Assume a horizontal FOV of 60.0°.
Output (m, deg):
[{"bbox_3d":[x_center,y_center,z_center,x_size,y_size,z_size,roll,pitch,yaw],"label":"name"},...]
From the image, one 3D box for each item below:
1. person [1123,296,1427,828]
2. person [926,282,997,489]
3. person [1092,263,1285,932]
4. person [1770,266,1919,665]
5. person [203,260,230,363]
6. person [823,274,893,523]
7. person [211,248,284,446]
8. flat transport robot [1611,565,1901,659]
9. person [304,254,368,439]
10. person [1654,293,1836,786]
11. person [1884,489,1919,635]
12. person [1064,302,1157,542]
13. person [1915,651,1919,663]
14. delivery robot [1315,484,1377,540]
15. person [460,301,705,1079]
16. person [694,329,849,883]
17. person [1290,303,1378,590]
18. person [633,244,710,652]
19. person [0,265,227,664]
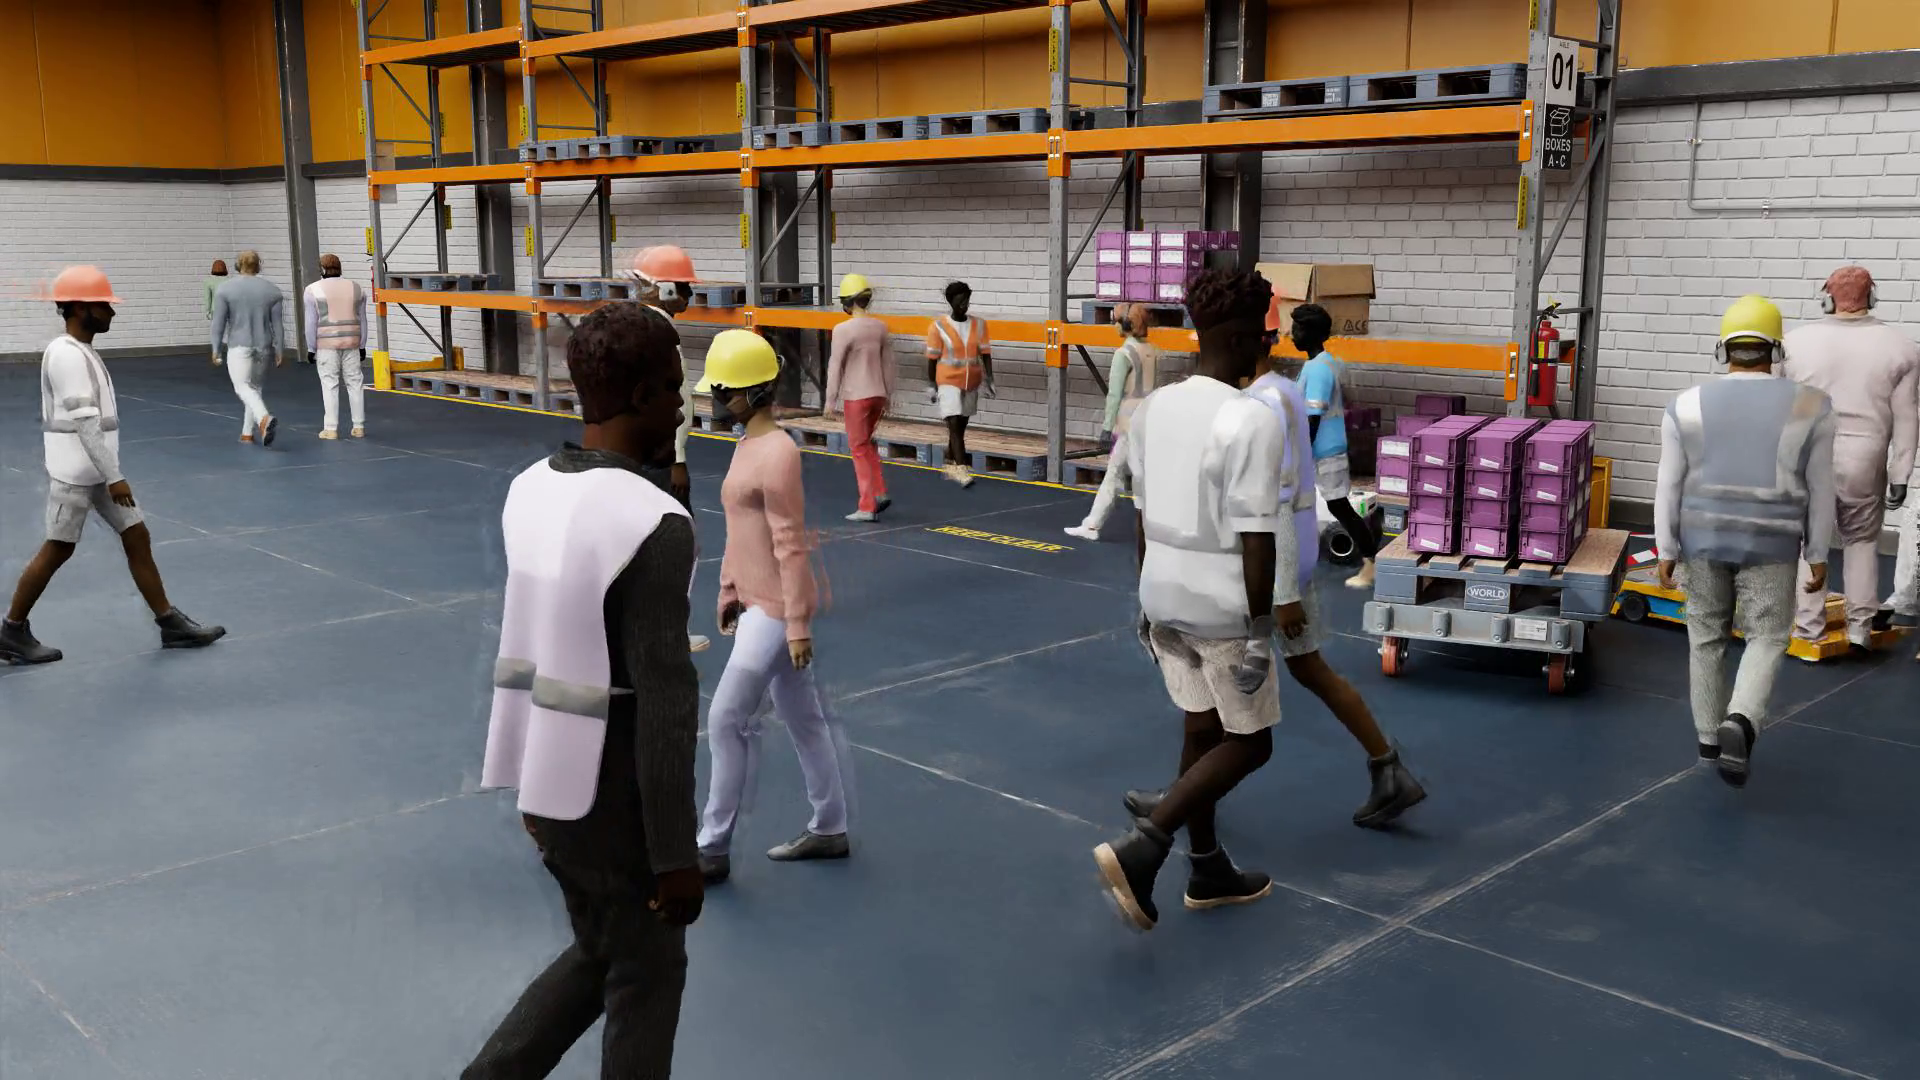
[{"bbox_3d":[1.091,0.071,5.570,0.971,1.903,0.572,3,11,18],"label":"person"},{"bbox_3d":[0.029,-1.233,13.305,0.536,1.640,0.874,-5,12,-27],"label":"person"},{"bbox_3d":[0.669,0.188,4.784,0.662,1.950,0.608,-6,12,-30],"label":"person"},{"bbox_3d":[4.160,-0.352,7.911,0.647,1.878,0.588,5,11,25],"label":"person"},{"bbox_3d":[-11.687,-3.613,26.358,0.507,1.631,0.266,-5,12,-25],"label":"person"},{"bbox_3d":[-0.707,-0.992,11.751,0.403,1.752,0.539,8,13,35],"label":"person"},{"bbox_3d":[-6.762,-1.832,15.925,0.656,1.899,0.878,-10,14,-42],"label":"person"},{"bbox_3d":[3.954,0.333,8.560,0.652,0.197,1.431,-6,12,-30],"label":"flat transport robot"},{"bbox_3d":[-6.226,-1.926,16.601,0.625,1.841,0.429,-9,14,-41],"label":"person"},{"bbox_3d":[2.863,0.007,6.119,0.603,1.817,0.677,6,12,32],"label":"person"},{"bbox_3d":[4.962,-0.407,8.346,0.761,1.839,0.597,10,14,43],"label":"person"},{"bbox_3d":[1.077,-0.733,10.750,0.853,1.588,0.533,5,12,26],"label":"person"},{"bbox_3d":[4.825,-0.317,7.270,1.035,2.000,0.729,2,11,12],"label":"person"},{"bbox_3d":[2.245,-0.208,10.479,0.707,0.478,0.477,6,12,27],"label":"delivery robot"},{"bbox_3d":[-0.739,0.500,3.196,0.562,1.901,0.604,-8,13,-37],"label":"person"},{"bbox_3d":[-0.699,0.219,5.181,0.792,1.726,0.560,-3,11,-15],"label":"person"},{"bbox_3d":[2.050,-0.522,9.475,0.907,1.642,0.535,1,10,5],"label":"person"},{"bbox_3d":[-1.459,-0.418,8.006,0.506,1.981,0.634,-3,11,-16],"label":"person"},{"bbox_3d":[-4.157,-0.348,7.903,1.013,1.891,0.546,-3,11,-15],"label":"person"}]
